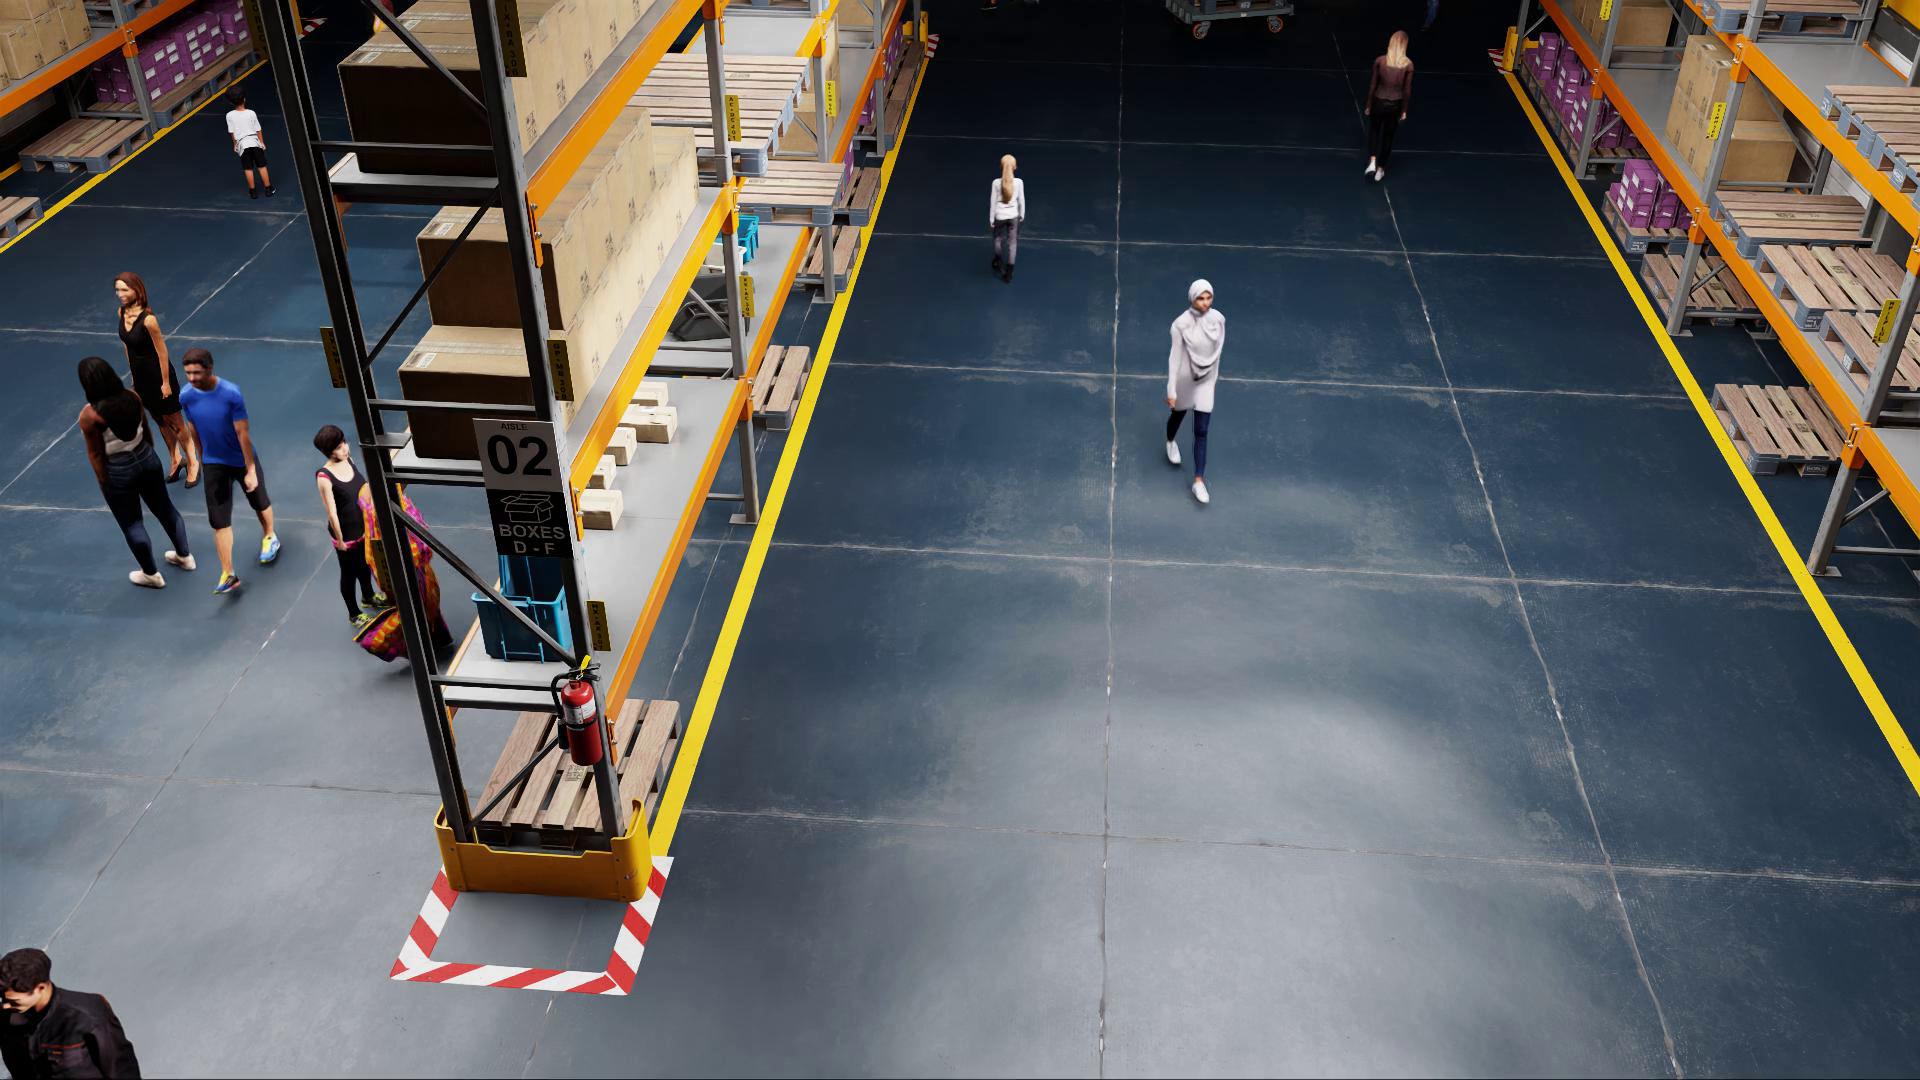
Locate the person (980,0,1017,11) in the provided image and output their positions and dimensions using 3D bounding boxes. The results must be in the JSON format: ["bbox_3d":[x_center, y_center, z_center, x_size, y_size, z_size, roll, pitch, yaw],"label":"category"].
[{"bbox_3d":[0.598,-8.719,24.321,0.912,1.832,0.917,-15,36,-21],"label":"person"}]

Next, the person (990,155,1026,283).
[{"bbox_3d":[0.463,-3.169,16.483,0.543,1.265,0.695,-1,34,-2],"label":"person"}]

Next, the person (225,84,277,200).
[{"bbox_3d":[-7.845,-4.391,18.324,0.561,1.263,0.592,-11,35,-16],"label":"person"}]

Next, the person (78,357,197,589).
[{"bbox_3d":[-5.960,-0.496,11.972,0.786,1.806,0.681,19,38,26],"label":"person"}]

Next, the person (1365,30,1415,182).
[{"bbox_3d":[4.752,-4.798,18.552,0.692,1.688,0.723,10,35,14],"label":"person"}]

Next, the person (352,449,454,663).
[{"bbox_3d":[-3.830,0.137,11.159,1.014,1.653,0.963,-23,40,-30],"label":"person"}]

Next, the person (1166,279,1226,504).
[{"bbox_3d":[1.803,-1.260,13.189,0.849,1.732,1.211,-7,34,-10],"label":"person"}]

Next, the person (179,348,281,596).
[{"bbox_3d":[-5.271,-0.611,12.122,0.746,1.833,1.124,-4,34,-5],"label":"person"}]

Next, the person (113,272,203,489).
[{"bbox_3d":[-6.320,-1.243,13.071,0.649,1.834,0.647,17,37,23],"label":"person"}]

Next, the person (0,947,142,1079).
[{"bbox_3d":[-3.876,2.470,7.387,0.698,1.942,0.586,5,34,7],"label":"person"}]

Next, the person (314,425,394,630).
[{"bbox_3d":[-4.269,-0.115,11.630,0.616,1.552,0.468,6,34,9],"label":"person"}]
